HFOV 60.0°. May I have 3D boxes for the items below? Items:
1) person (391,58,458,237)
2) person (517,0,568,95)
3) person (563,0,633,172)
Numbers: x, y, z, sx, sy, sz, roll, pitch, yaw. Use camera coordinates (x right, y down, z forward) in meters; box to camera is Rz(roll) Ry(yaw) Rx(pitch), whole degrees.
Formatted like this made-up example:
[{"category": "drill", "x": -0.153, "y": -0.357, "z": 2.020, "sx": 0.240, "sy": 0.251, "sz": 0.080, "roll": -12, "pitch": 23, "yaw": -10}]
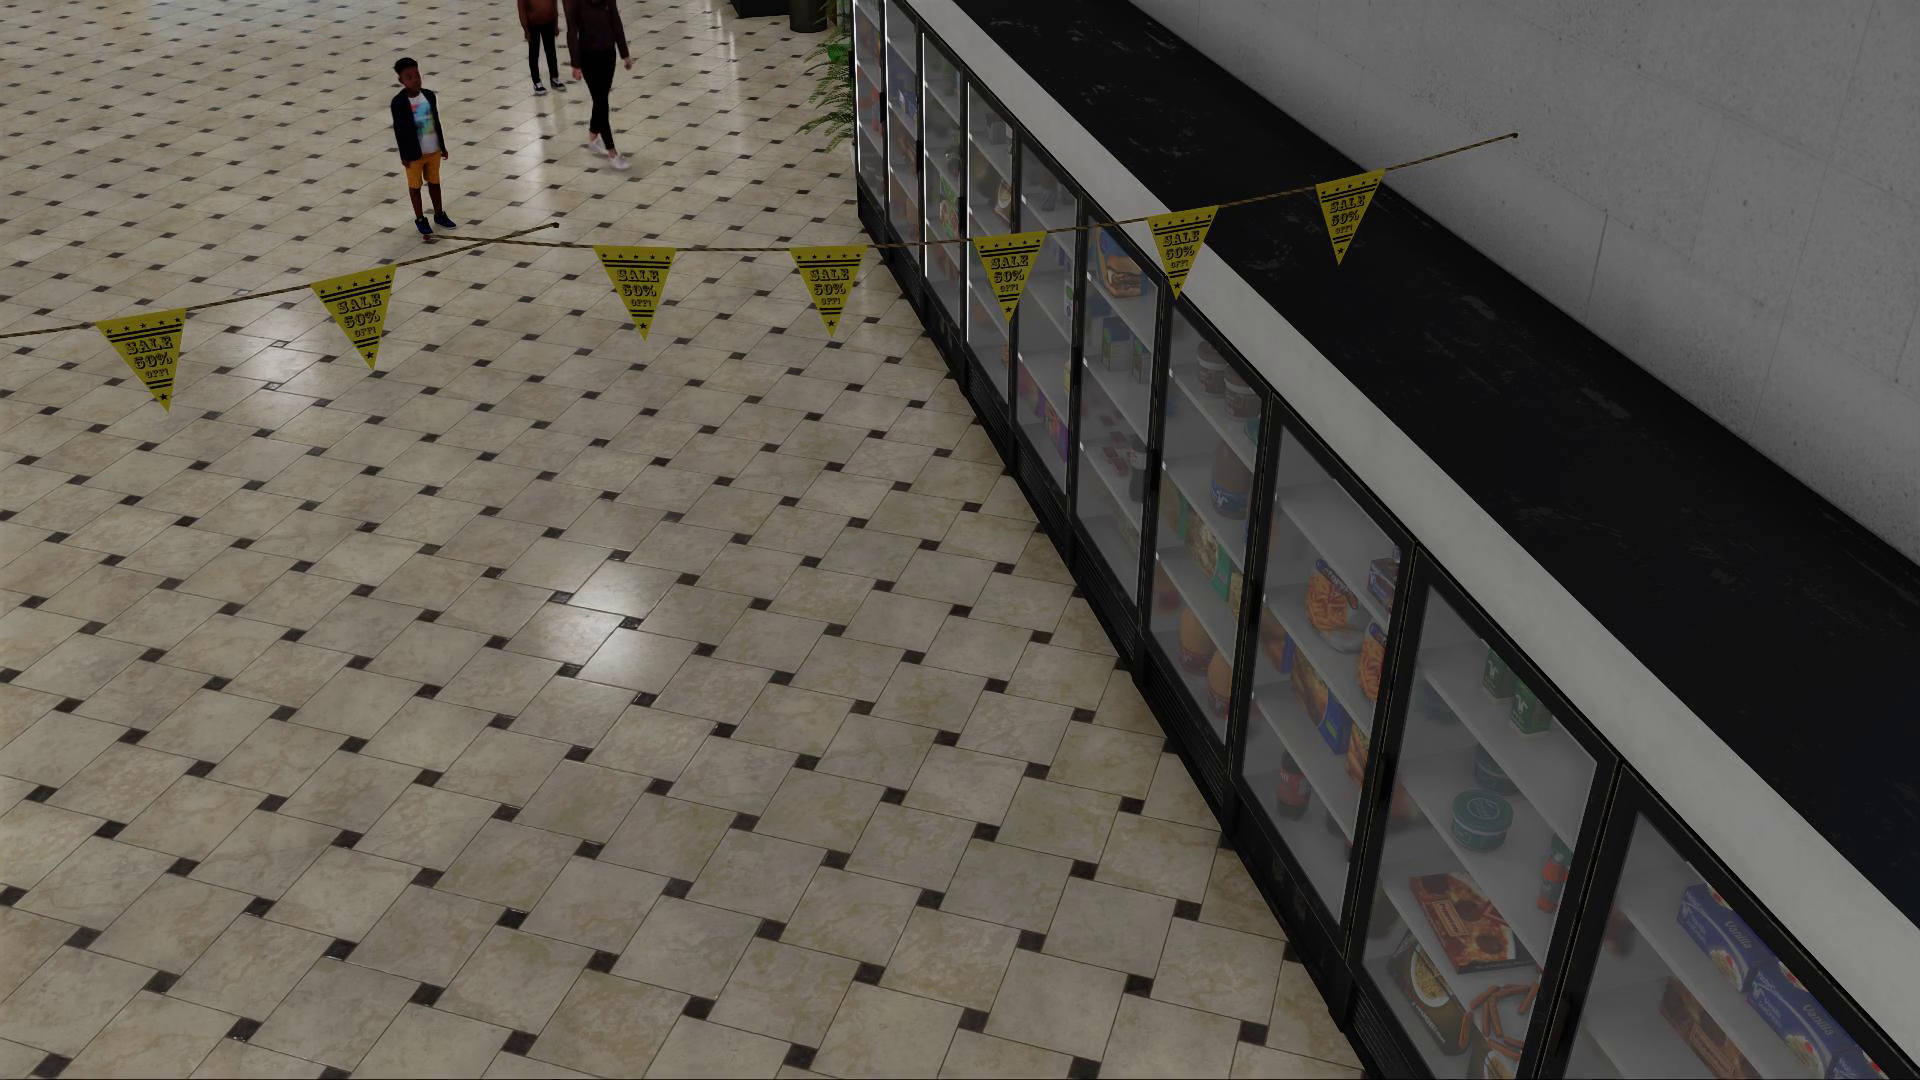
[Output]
[{"category": "person", "x": -3.911, "y": -2.862, "z": 12.045, "sx": 0.669, "sy": 1.272, "sz": 0.591, "roll": 27, "pitch": 41, "yaw": 36}, {"category": "person", "x": -3.784, "y": -4.664, "z": 14.960, "sx": 0.506, "sy": 1.252, "sz": 0.631, "roll": -21, "pitch": 37, "yaw": -30}, {"category": "person", "x": -2.895, "y": -3.828, "z": 13.202, "sx": 0.950, "sy": 1.689, "sz": 0.948, "roll": 25, "pitch": 40, "yaw": 34}]
